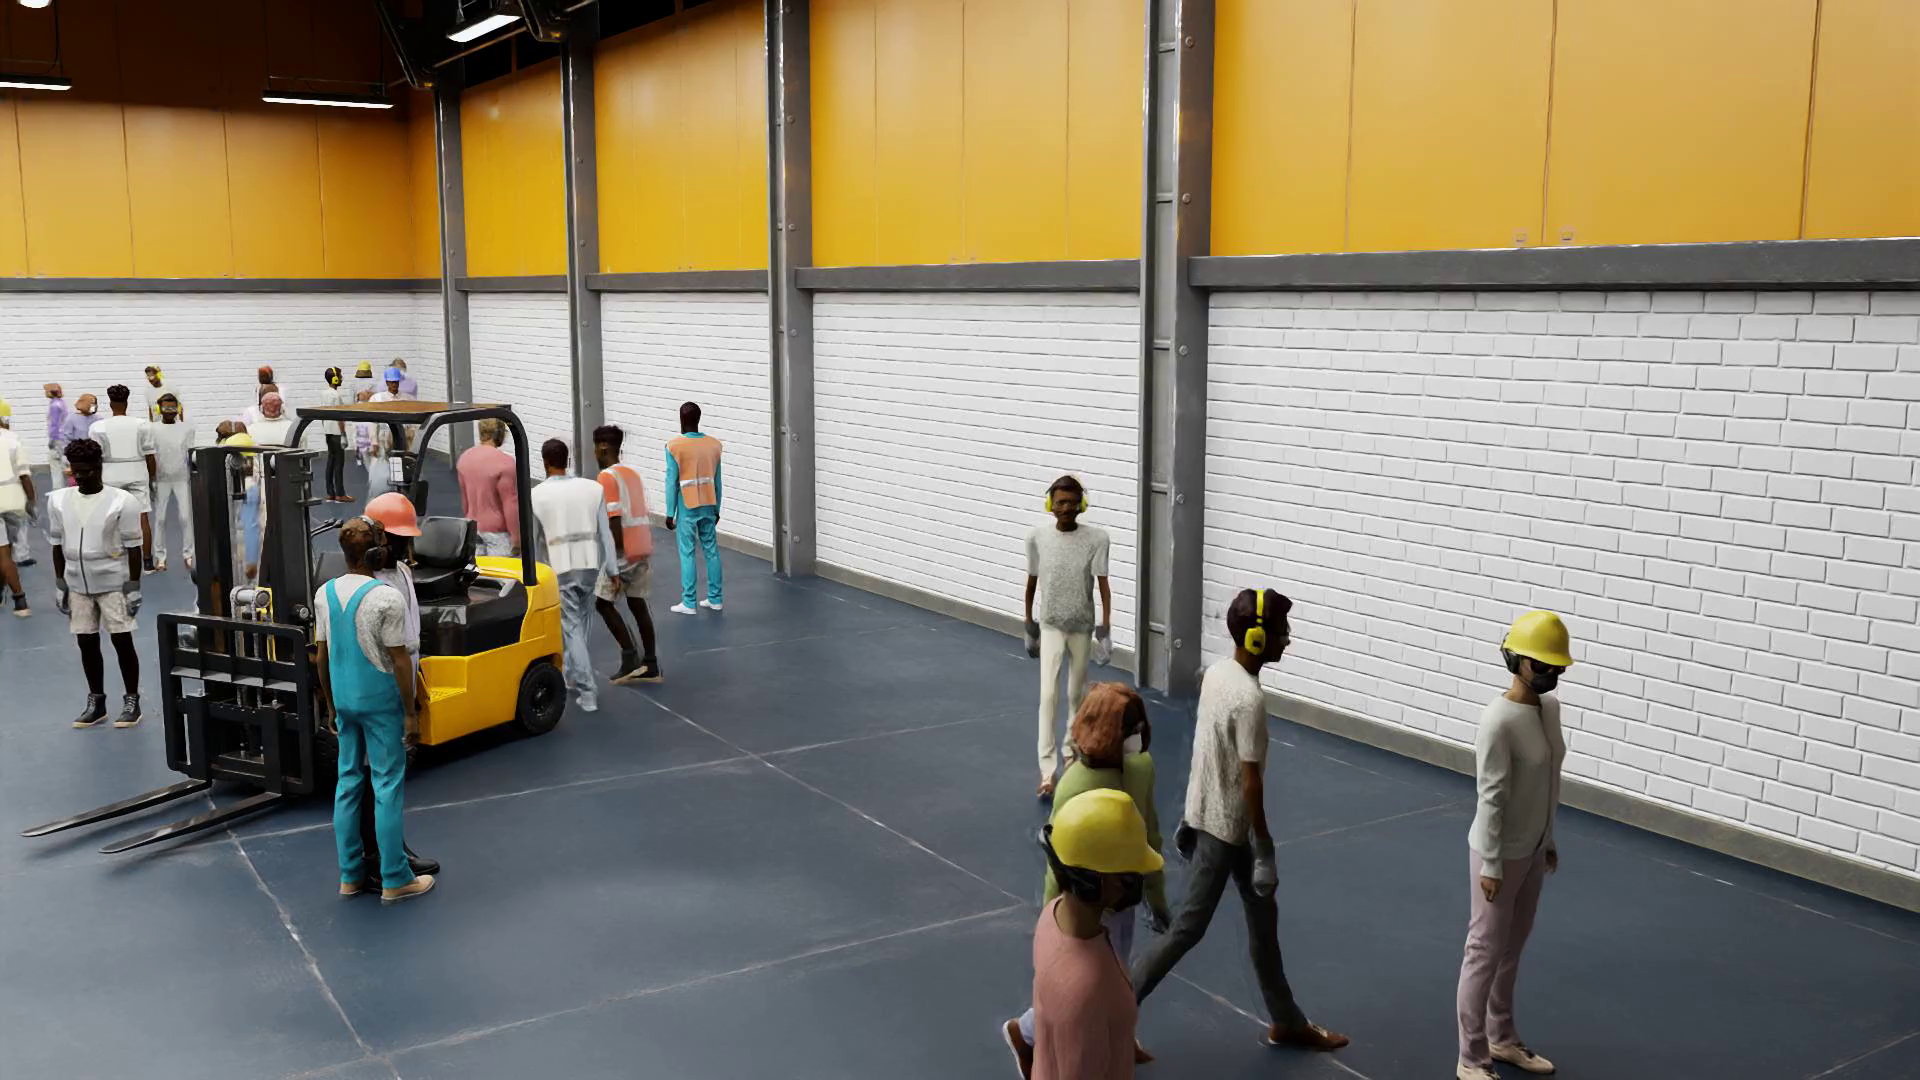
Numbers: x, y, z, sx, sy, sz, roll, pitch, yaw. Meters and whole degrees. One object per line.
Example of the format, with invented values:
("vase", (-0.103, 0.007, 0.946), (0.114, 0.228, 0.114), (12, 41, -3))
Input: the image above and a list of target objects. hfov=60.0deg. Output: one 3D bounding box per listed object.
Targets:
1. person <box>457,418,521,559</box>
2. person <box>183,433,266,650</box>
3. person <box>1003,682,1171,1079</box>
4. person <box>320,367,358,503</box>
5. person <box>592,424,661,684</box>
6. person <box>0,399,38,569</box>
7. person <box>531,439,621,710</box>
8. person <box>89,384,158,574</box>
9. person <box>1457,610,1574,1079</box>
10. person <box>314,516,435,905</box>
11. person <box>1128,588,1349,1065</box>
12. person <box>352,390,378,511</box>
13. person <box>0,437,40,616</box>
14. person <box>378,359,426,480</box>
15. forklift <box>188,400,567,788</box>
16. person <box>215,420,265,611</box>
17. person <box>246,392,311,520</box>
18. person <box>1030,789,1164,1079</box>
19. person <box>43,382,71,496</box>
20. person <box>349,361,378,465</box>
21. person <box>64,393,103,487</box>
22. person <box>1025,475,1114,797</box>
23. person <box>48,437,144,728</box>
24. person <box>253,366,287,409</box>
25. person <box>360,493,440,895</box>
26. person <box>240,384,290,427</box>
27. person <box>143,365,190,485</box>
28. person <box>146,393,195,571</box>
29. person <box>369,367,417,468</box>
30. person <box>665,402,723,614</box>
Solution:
("person", (-3.766, -0.060, 13.380), (0.628, 1.932, 0.354), (6, 10, 35))
("person", (-5.629, 0.080, 12.837), (0.603, 1.809, 0.662), (5, 10, 30))
("person", (0.419, 1.244, 5.672), (0.723, 1.606, 0.497), (6, 11, 37))
("person", (-8.609, -1.447, 22.941), (0.548, 1.870, 0.318), (7, 11, 41))
("person", (-2.488, 0.112, 12.279), (0.601, 1.914, 0.648), (3, 9, 17))
("person", (-9.917, -0.549, 17.098), (0.588, 1.807, 0.827), (0, 8, 2))
("person", (-2.778, 0.221, 11.734), (0.659, 1.852, 0.982), (-6, 10, -36))
("person", (-8.502, -0.606, 16.935), (0.606, 1.966, 0.367), (-5, 10, -32))
("person", (2.021, 1.118, 5.999), (0.330, 1.765, 0.526), (8, 11, 42))
("person", (-2.778, 0.801, 7.858), (0.514, 1.845, 0.338), (3, 9, 20))
("person", (0.948, 1.082, 6.206), (1.041, 1.823, 0.554), (0, 8, -3))
("person", (-7.897, -1.226, 22.378), (0.523, 1.592, 0.847), (1, 9, 9))
("person", (-8.700, -0.273, 14.946), (1.012, 1.885, 0.619), (6, 10, 36))
("person", (-8.301, -1.744, 24.824), (0.648, 1.898, 0.922), (-8, 12, -43))
("forklift", (-3.529, 0.258, 10.348), (1.214, 2.155, 2.313), (4, 9, 25))
("person", (-5.988, -0.076, 13.784), (0.429, 1.844, 0.627), (-5, 10, -30))
("person", (-6.743, -0.501, 16.425), (0.639, 1.910, 0.407), (-4, 10, -27))
("person", (0.249, 1.426, 3.932), (0.578, 1.750, 0.539), (0, 8, -1))
("person", (-12.855, -1.433, 23.658), (0.381, 1.620, 0.535), (-4, 9, -25))
("person", (-9.977, -2.127, 27.938), (0.492, 1.742, 0.319), (1, 8, 4))
("person", (-11.106, -1.054, 21.099), (0.372, 1.620, 0.529), (6, 10, 34))
("person", (0.629, 0.548, 9.593), (0.526, 1.835, 0.873), (1, 8, 4))
("person", (-5.690, 0.292, 10.972), (0.600, 1.948, 0.418), (0, 8, 2))
("person", (-10.075, -1.636, 24.387), (0.560, 1.830, 1.013), (2, 9, 11))
("person", (-2.739, 0.732, 8.031), (0.376, 1.933, 0.545), (1, 8, 4))
("person", (-8.046, -0.906, 19.445), (0.592, 1.824, 0.657), (8, 11, 42))
("person", (-11.656, -1.660, 24.489), (0.545, 1.836, 0.637), (1, 8, 5))
("person", (-8.198, -0.603, 17.294), (0.523, 1.860, 0.320), (-4, 9, -27))
("person", (-7.232, -1.239, 21.262), (0.602, 1.949, 0.393), (-6, 10, -35))
("person", (-2.388, -0.290, 15.019), (0.387, 1.910, 0.584), (8, 12, 44))
